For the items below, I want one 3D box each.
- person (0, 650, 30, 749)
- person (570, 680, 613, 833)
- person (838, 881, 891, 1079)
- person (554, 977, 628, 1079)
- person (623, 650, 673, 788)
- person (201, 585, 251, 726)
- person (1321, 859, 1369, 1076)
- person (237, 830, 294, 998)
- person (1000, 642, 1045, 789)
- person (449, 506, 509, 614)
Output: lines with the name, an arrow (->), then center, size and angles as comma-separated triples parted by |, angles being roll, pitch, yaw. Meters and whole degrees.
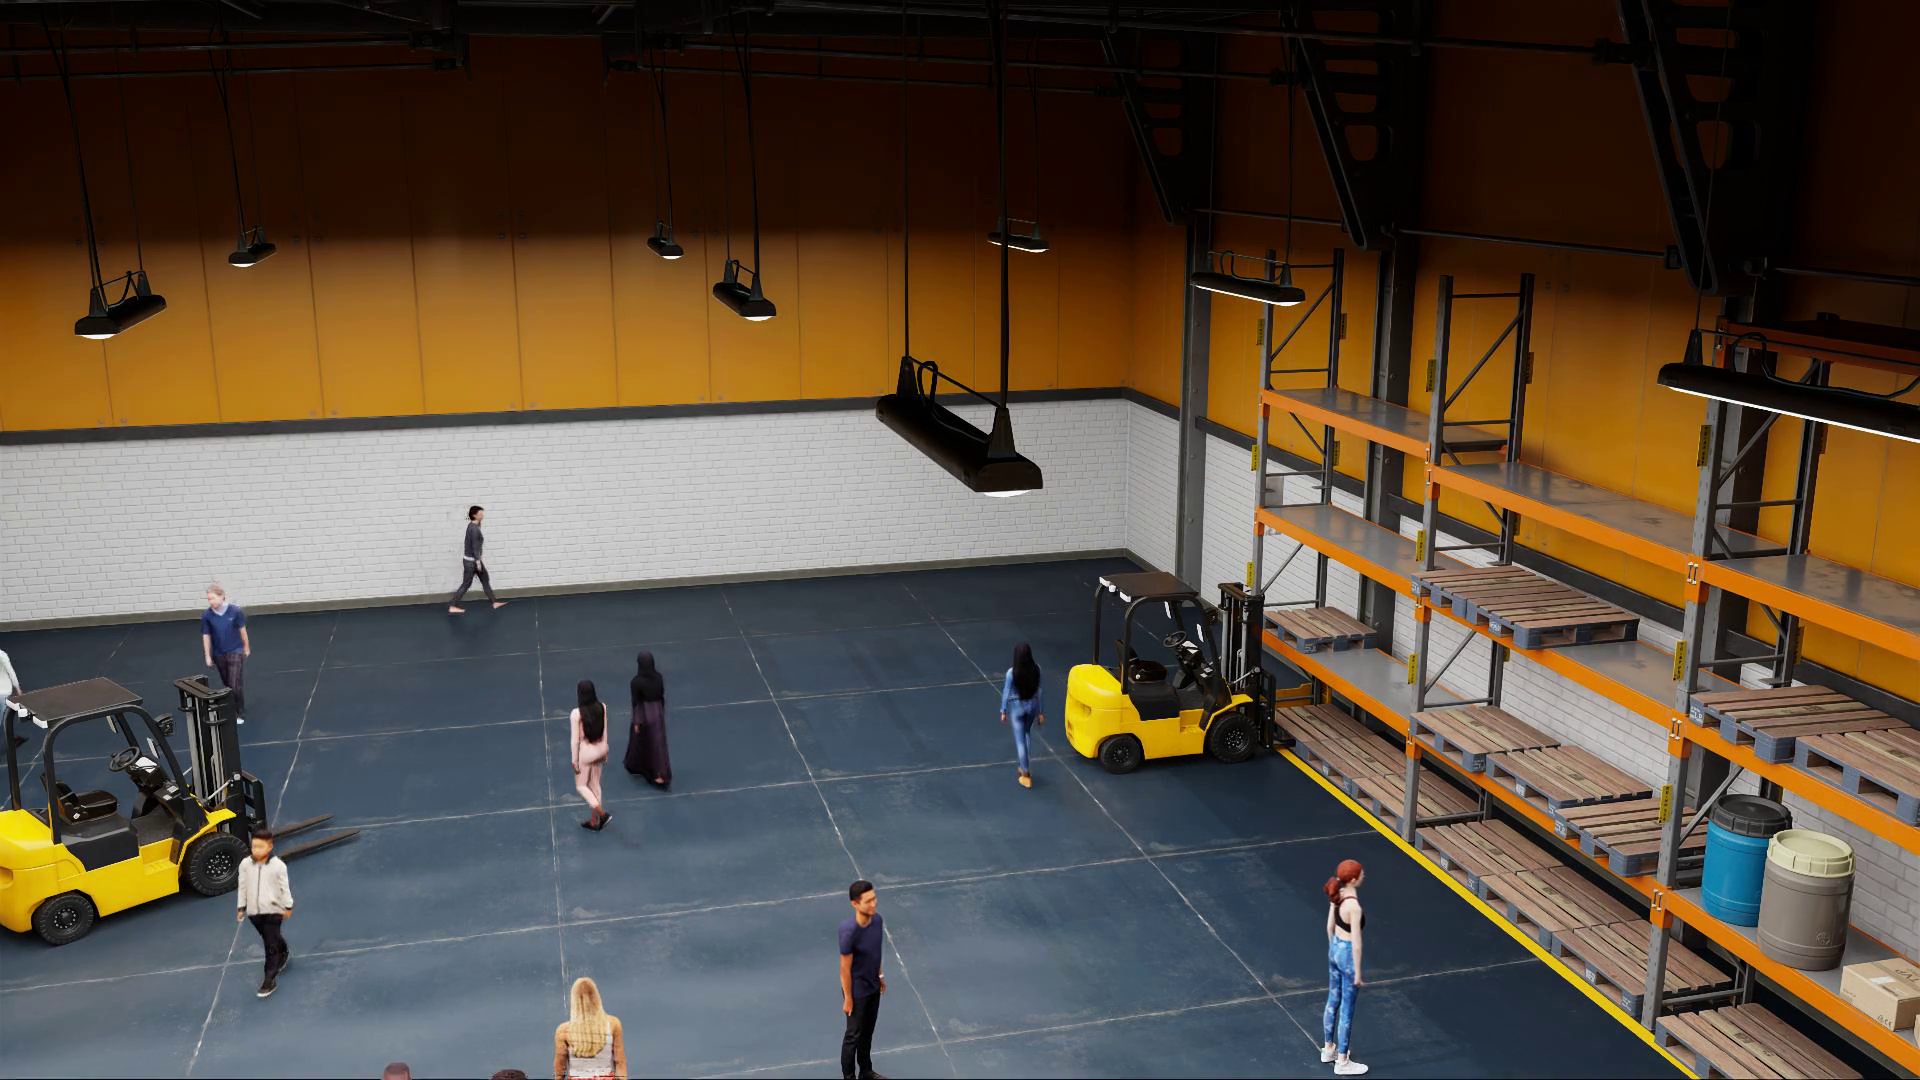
person -> -11.585, 1.871, 19.963 | 0.904, 1.610, 1.187 | 2, 14, 10
person -> -3.893, 2.345, 17.798 | 0.954, 1.707, 0.862 | 12, 18, 40
person -> -0.771, 3.473, 12.955 | 0.756, 1.793, 0.705 | 8, 16, 31
person -> -2.497, 3.882, 11.312 | 0.660, 1.772, 1.008 | -3, 14, -12
person -> -3.552, 2.066, 19.156 | 0.887, 1.609, 1.174 | -10, 17, -36
person -> -9.334, 1.441, 21.284 | 0.706, 1.823, 0.918 | -4, 14, -17
person -> 3.079, 3.392, 13.308 | 0.618, 1.784, 0.507 | -4, 14, -17
person -> -6.117, 3.229, 14.724 | 0.789, 1.435, 1.038 | 1, 14, 4
person -> 0.771, 2.030, 19.115 | 0.694, 1.698, 0.765 | -6, 15, -23
person -> -7.724, 0.343, 26.063 | 0.708, 1.707, 1.040 | -5, 14, -18
